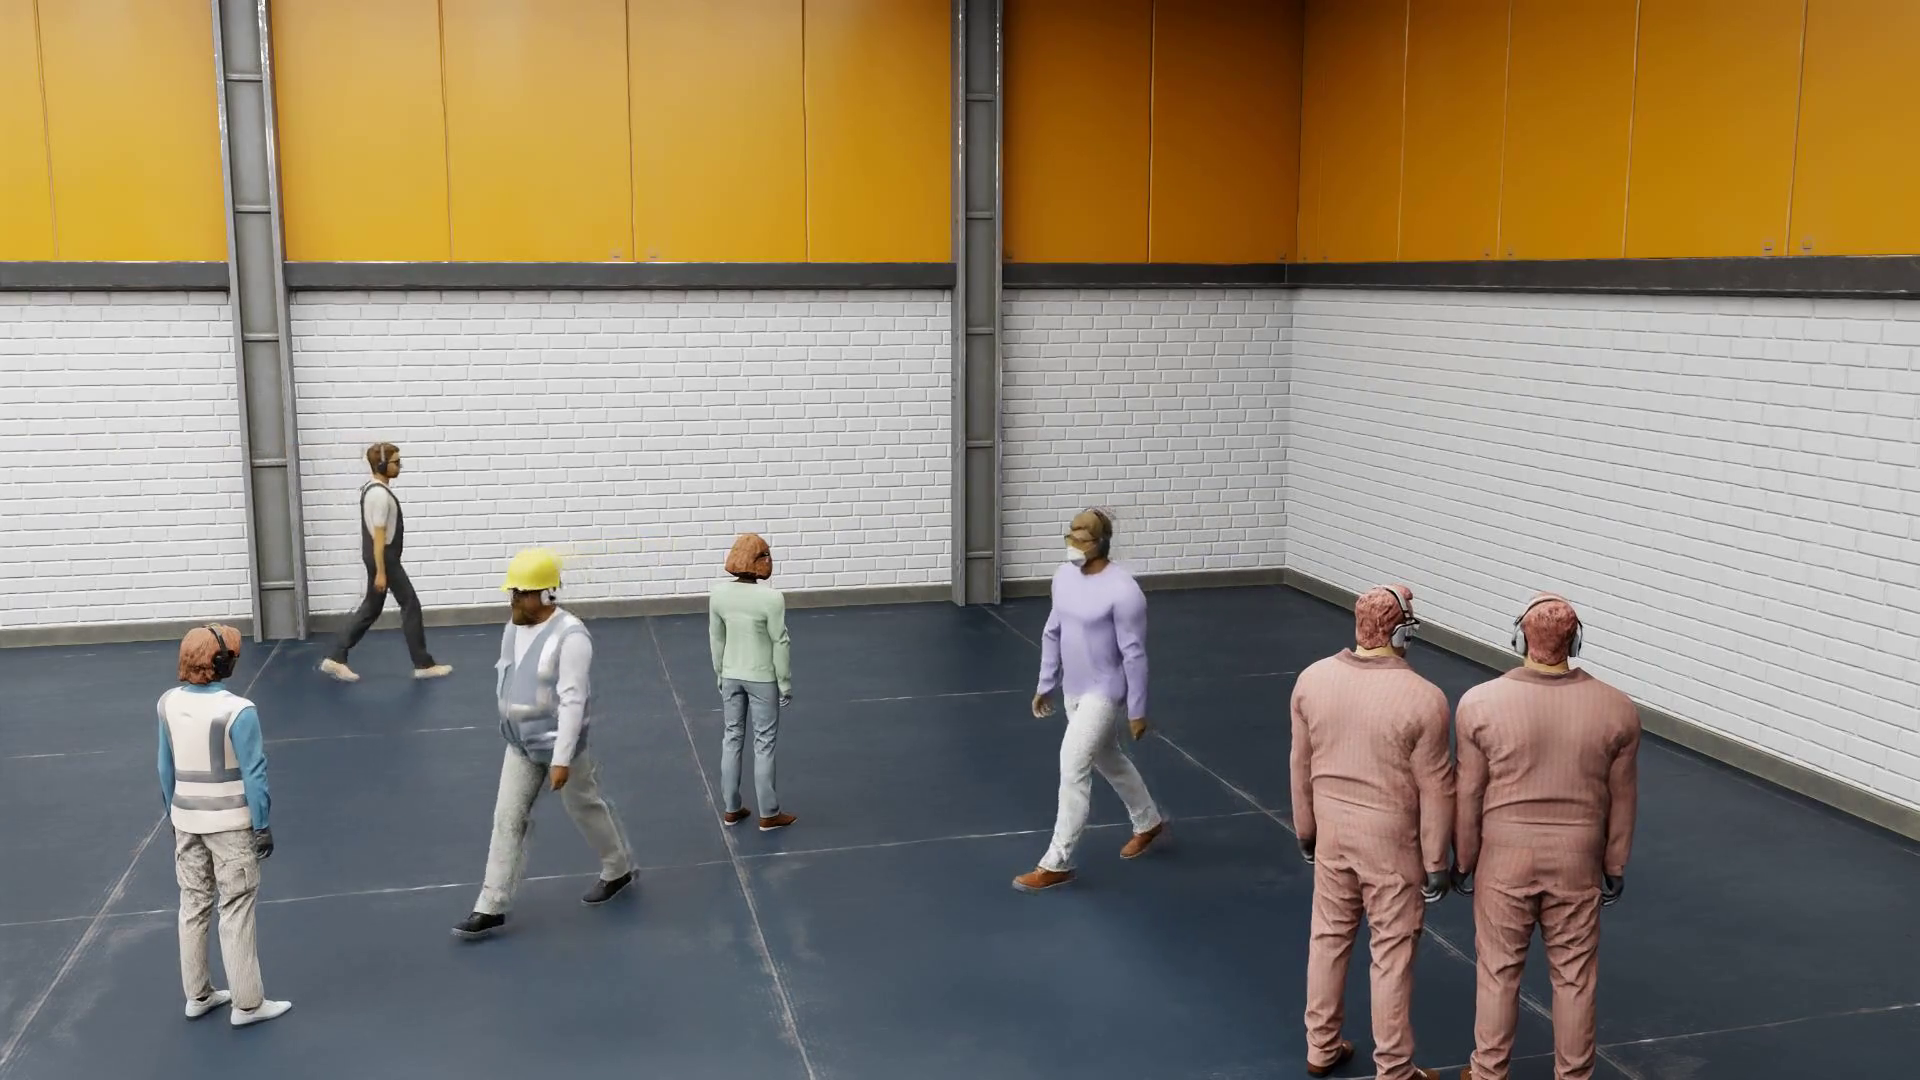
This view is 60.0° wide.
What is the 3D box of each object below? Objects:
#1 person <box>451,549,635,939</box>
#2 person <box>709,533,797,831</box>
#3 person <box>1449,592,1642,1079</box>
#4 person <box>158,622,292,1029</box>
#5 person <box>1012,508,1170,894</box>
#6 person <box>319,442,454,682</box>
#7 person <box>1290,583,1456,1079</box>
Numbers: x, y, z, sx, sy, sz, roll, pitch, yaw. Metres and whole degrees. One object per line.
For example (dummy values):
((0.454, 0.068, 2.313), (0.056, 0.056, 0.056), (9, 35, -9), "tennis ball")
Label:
((-1.920, 0.917, 7.732), (0.593, 1.791, 0.942), (7, 11, 36), "person")
((-1.135, 0.772, 9.093), (0.500, 1.633, 0.280), (5, 10, 27), "person")
((2.078, 1.131, 5.988), (0.643, 1.912, 0.410), (1, 9, 8), "person")
((-2.994, 1.150, 6.716), (0.521, 1.638, 0.311), (4, 10, 22), "person")
((0.709, 0.764, 8.349), (1.013, 1.900, 0.644), (-5, 10, -29), "person")
((-4.317, 0.171, 12.313), (0.937, 1.812, 0.520), (-4, 10, -26), "person")
((1.541, 1.103, 6.174), (0.401, 1.907, 0.646), (-9, 13, -44), "person")
